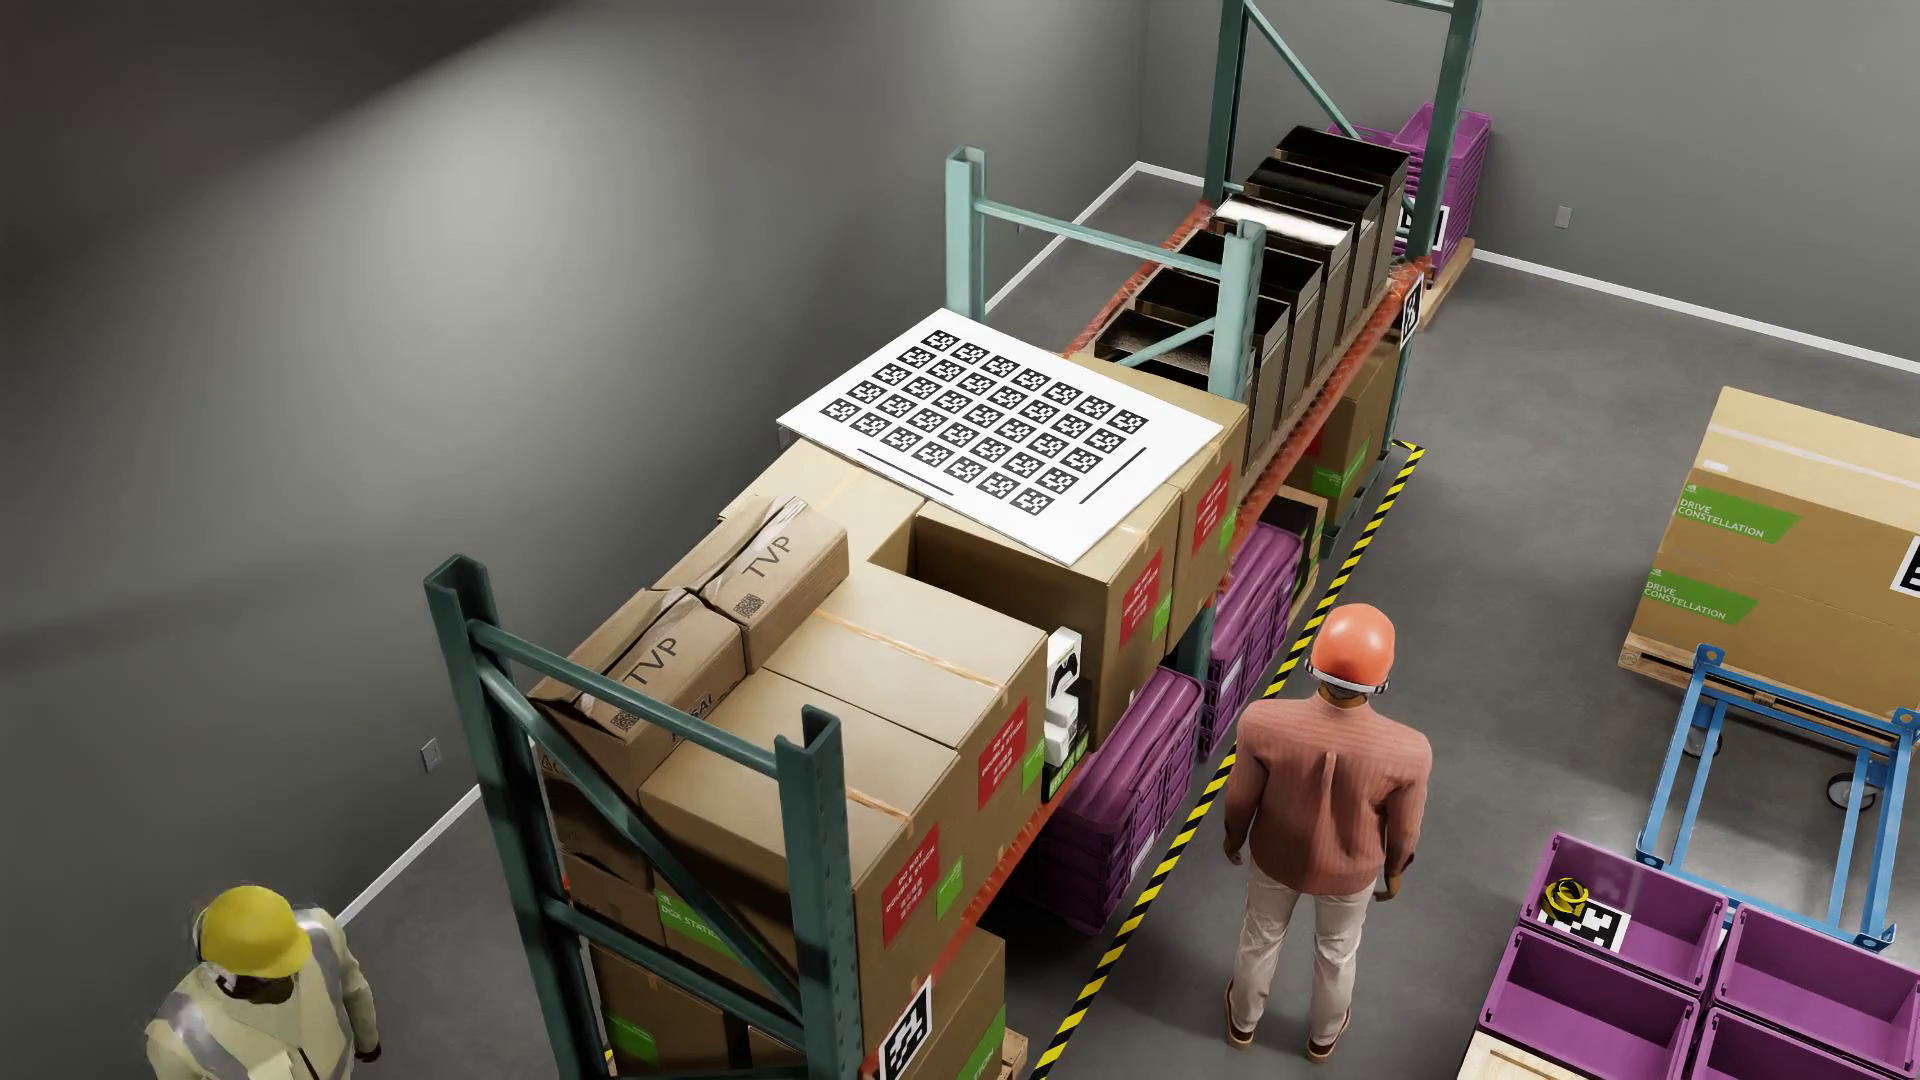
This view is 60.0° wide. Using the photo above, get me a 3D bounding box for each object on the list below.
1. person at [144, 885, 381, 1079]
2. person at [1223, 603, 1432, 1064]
[{"bbox_3d":[-2.027,1.549,4.876,0.827,1.787,0.627,23,45,25],"label":"person"},{"bbox_3d":[1.149,0.987,5.377,0.609,1.996,0.379,11,41,12],"label":"person"}]
